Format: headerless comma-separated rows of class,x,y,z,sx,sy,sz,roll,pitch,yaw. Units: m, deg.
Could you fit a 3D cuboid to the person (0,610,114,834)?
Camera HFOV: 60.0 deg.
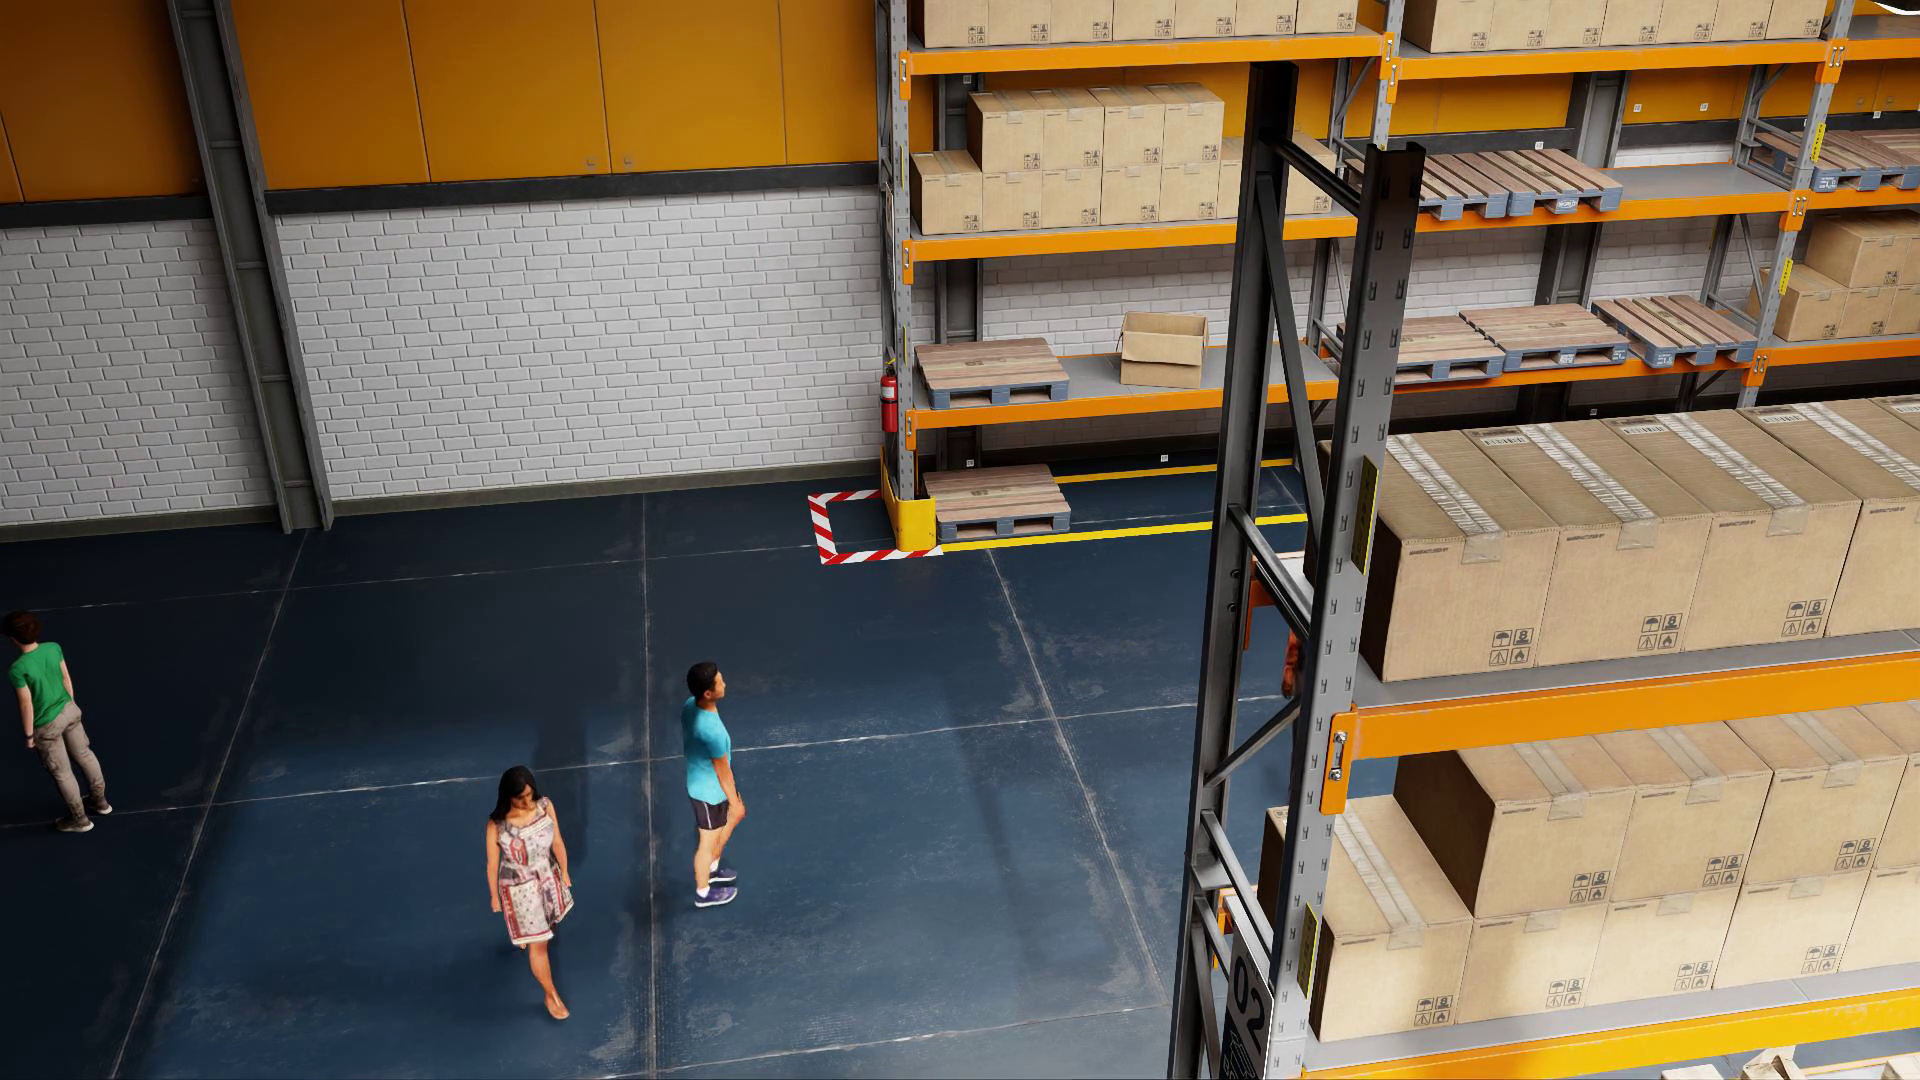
person,-5.971,1.183,10.973,0.678,1.650,0.670,9,30,16

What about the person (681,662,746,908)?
person,-1.620,1.540,10.202,0.641,1.762,0.646,-8,30,-15

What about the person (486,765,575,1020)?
person,-2.508,1.938,9.620,1.064,1.621,1.003,-21,35,-33
